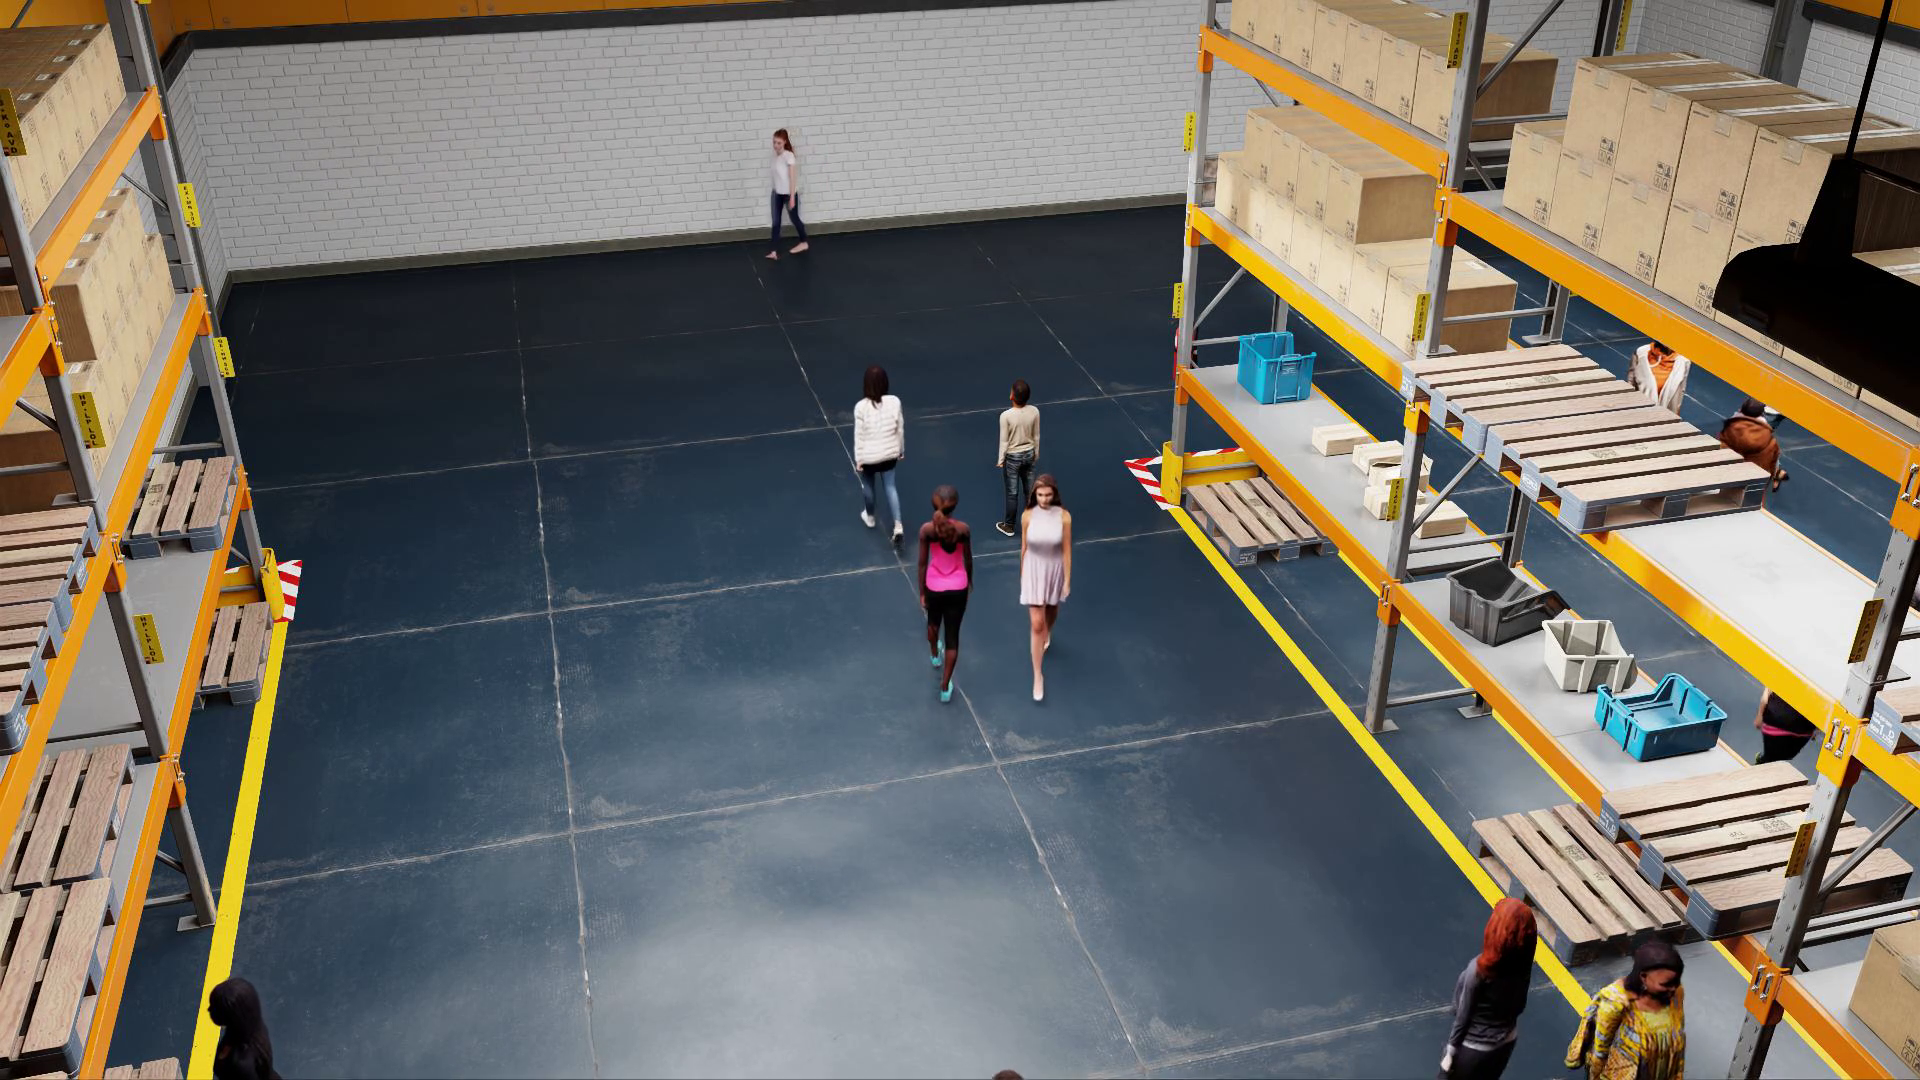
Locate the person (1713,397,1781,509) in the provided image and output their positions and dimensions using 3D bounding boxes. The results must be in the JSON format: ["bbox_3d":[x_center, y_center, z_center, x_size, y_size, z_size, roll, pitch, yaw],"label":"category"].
[{"bbox_3d":[6.297,-0.254,13.500,1.120,1.796,1.214,12,31,21],"label":"person"}]

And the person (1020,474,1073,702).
[{"bbox_3d":[0.660,0.268,12.620,0.819,1.722,1.177,3,29,5],"label":"person"}]

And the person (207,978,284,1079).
[{"bbox_3d":[-3.361,2.782,8.012,0.702,1.720,0.478,-12,31,-21],"label":"person"}]

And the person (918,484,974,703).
[{"bbox_3d":[-0.106,0.432,12.346,0.755,1.697,0.998,2,29,4],"label":"person"}]

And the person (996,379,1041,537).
[{"bbox_3d":[0.528,-0.732,14.722,0.574,1.465,0.550,-12,31,-21],"label":"person"}]

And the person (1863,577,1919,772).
[{"bbox_3d":[6.611,0.779,11.557,0.653,1.844,0.524,-7,29,-12],"label":"person"}]

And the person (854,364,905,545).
[{"bbox_3d":[-0.686,-0.731,14.563,0.702,1.614,1.051,-10,30,-18],"label":"person"}]

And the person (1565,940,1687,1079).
[{"bbox_3d":[3.316,2.629,8.379,0.764,1.638,0.937,-10,30,-18],"label":"person"}]

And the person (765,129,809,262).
[{"bbox_3d":[-2.182,-4.421,21.254,1.090,1.685,1.053,26,38,38],"label":"person"}]

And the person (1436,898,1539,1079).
[{"bbox_3d":[2.669,2.590,8.328,0.707,1.755,0.757,-16,32,-27],"label":"person"}]
